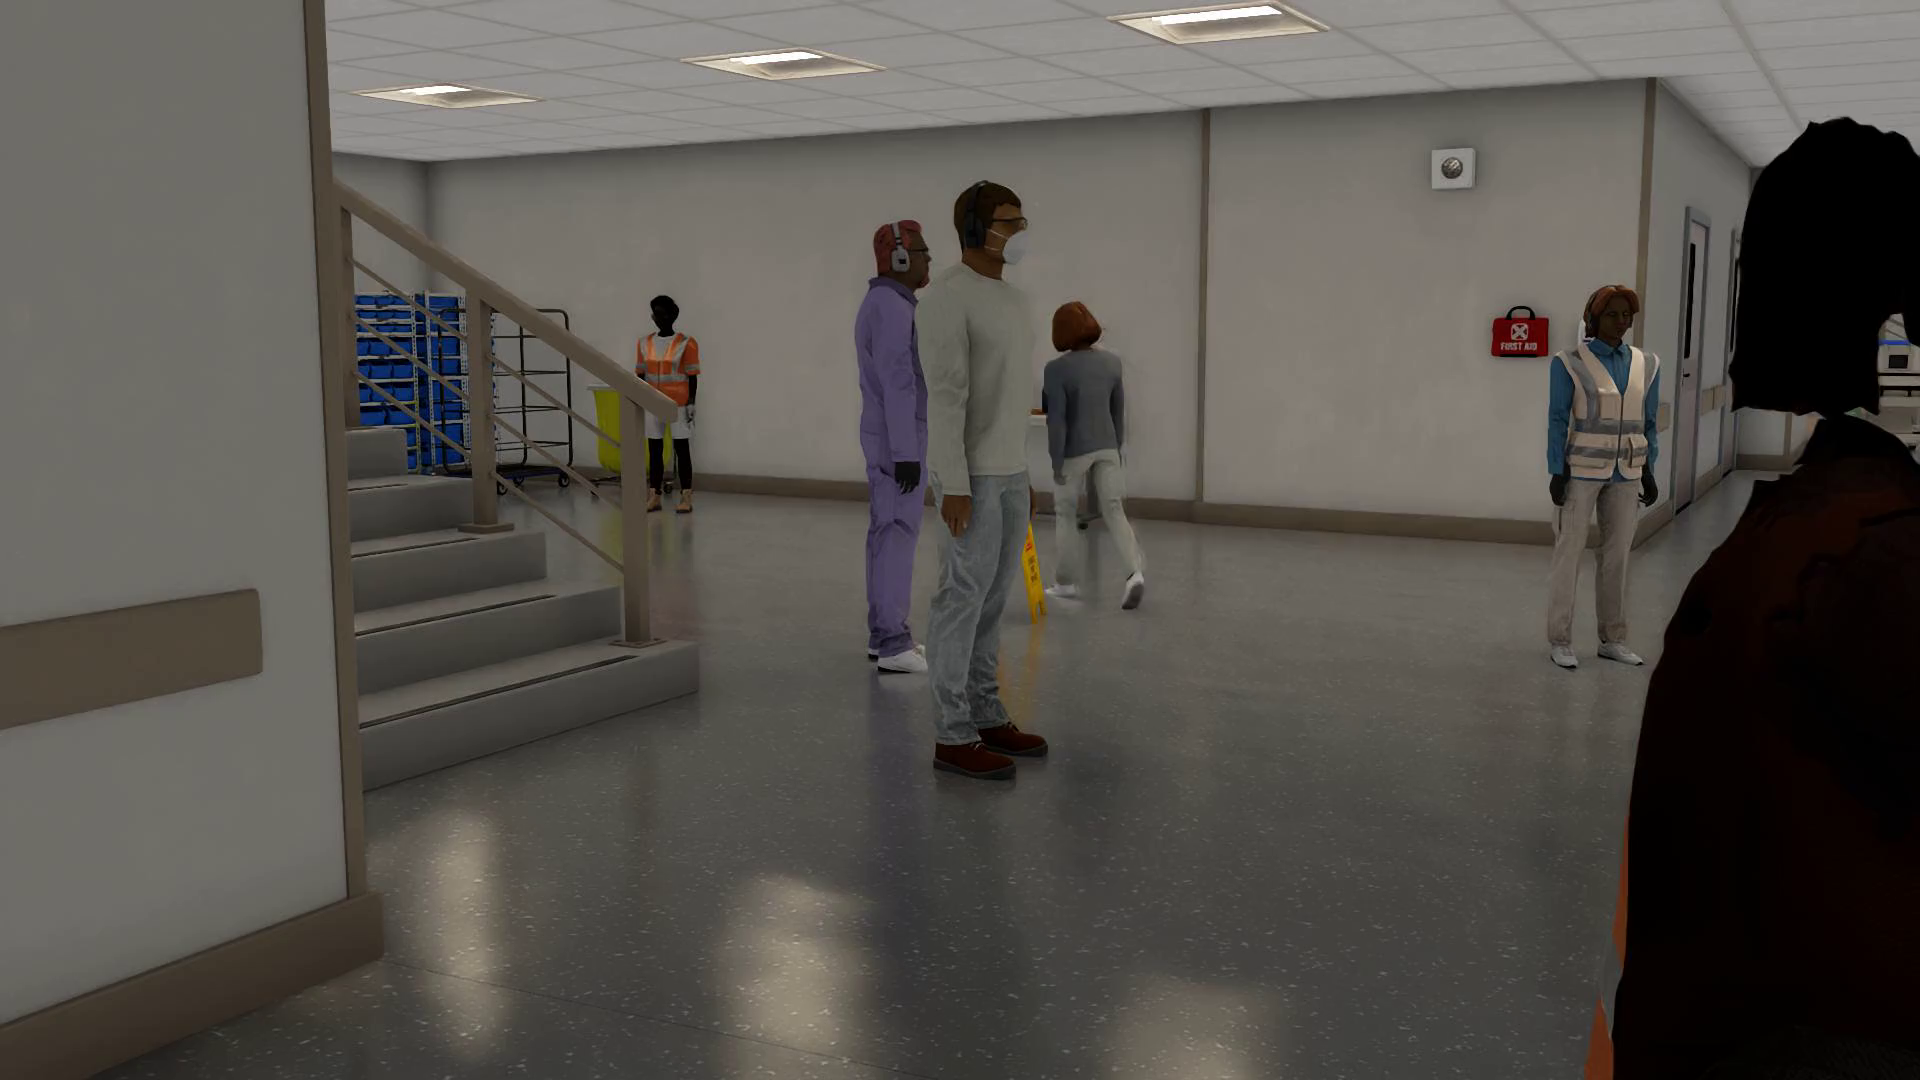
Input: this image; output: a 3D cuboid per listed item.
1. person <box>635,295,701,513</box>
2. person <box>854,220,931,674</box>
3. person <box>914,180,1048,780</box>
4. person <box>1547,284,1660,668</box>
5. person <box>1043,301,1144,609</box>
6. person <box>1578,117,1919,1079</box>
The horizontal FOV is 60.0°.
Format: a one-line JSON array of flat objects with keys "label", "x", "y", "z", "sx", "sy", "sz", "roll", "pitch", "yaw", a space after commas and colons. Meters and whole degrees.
[{"label": "person", "x": -2.284, "y": -1.051, "z": 12.958, "sx": 0.536, "sy": 1.696, "sz": 0.318, "roll": 2, "pitch": 8, "yaw": 13}, {"label": "person", "x": -0.238, "y": -0.397, "z": 7.101, "sx": 0.409, "sy": 1.913, "sz": 0.639, "roll": -1, "pitch": 7, "yaw": -8}, {"label": "person", "x": 0.083, "y": -0.202, "z": 5.495, "sx": 0.372, "sy": 1.940, "sz": 0.632, "roll": 3, "pitch": 8, "yaw": 24}, {"label": "person", "x": 2.759, "y": -0.270, "z": 7.162, "sx": 0.514, "sy": 1.641, "sz": 0.308, "roll": -1, "pitch": 8, "yaw": -11}, {"label": "person", "x": 0.698, "y": -0.443, "z": 8.665, "sx": 0.517, "sy": 1.604, "sz": 0.820, "roll": -4, "pitch": 8, "yaw": -26}, {"label": "person", "x": 0.528, "y": 0.527, "z": 1.021, "sx": 0.314, "sy": 1.641, "sz": 0.515, "roll": 6, "pitch": 9, "yaw": 37}]
